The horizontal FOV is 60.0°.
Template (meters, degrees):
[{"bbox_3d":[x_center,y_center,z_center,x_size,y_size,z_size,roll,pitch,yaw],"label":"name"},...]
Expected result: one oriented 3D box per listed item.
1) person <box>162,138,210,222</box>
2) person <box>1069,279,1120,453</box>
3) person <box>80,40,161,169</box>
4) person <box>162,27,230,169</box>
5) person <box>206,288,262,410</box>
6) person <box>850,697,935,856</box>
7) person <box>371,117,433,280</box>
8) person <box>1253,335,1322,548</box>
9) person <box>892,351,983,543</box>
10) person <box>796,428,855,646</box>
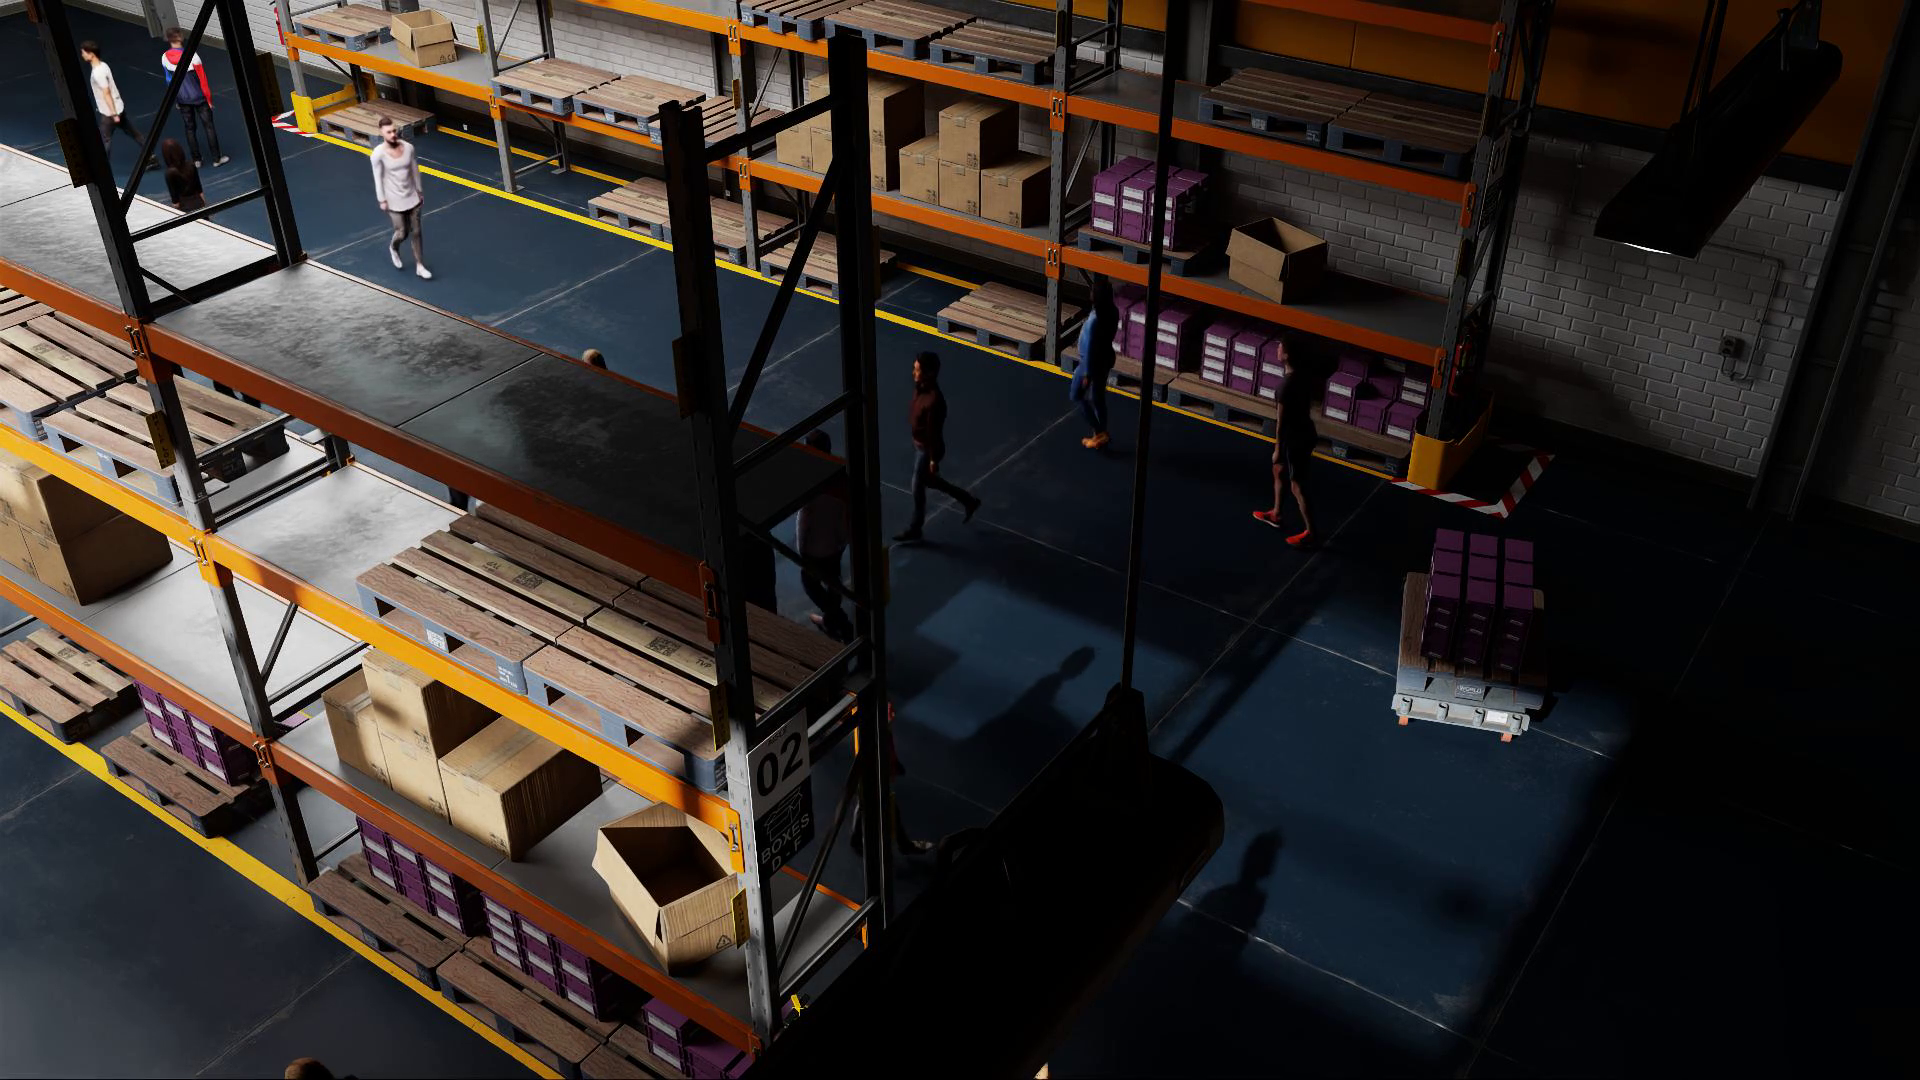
[{"bbox_3d":[-8.379,-3.581,18.135,0.536,1.641,0.607,17,37,24],"label":"person"},{"bbox_3d":[1.307,-1.524,14.988,0.606,1.699,0.611,21,39,28],"label":"person"},{"bbox_3d":[-10.553,-5.417,20.869,1.148,1.673,1.118,-7,34,-11],"label":"person"},{"bbox_3d":[-9.746,-5.610,21.084,0.676,1.757,0.769,-2,34,-3],"label":"person"},{"bbox_3d":[-6.594,-1.621,15.178,0.701,1.650,0.768,-26,41,-33],"label":"person"},{"bbox_3d":[-0.610,1.525,10.773,0.848,1.287,0.723,0,34,1],"label":"person"},{"bbox_3d":[-6.158,-3.780,18.265,0.776,1.829,0.907,-26,42,-34],"label":"person"},{"bbox_3d":[2.842,-0.780,13.774,0.907,1.804,0.690,16,37,22],"label":"person"},{"bbox_3d":[-0.178,-0.762,13.788,1.113,1.759,1.071,-8,34,-11],"label":"person"},{"bbox_3d":[-0.963,0.033,12.522,0.780,1.835,0.998,-28,43,-36],"label":"person"}]
